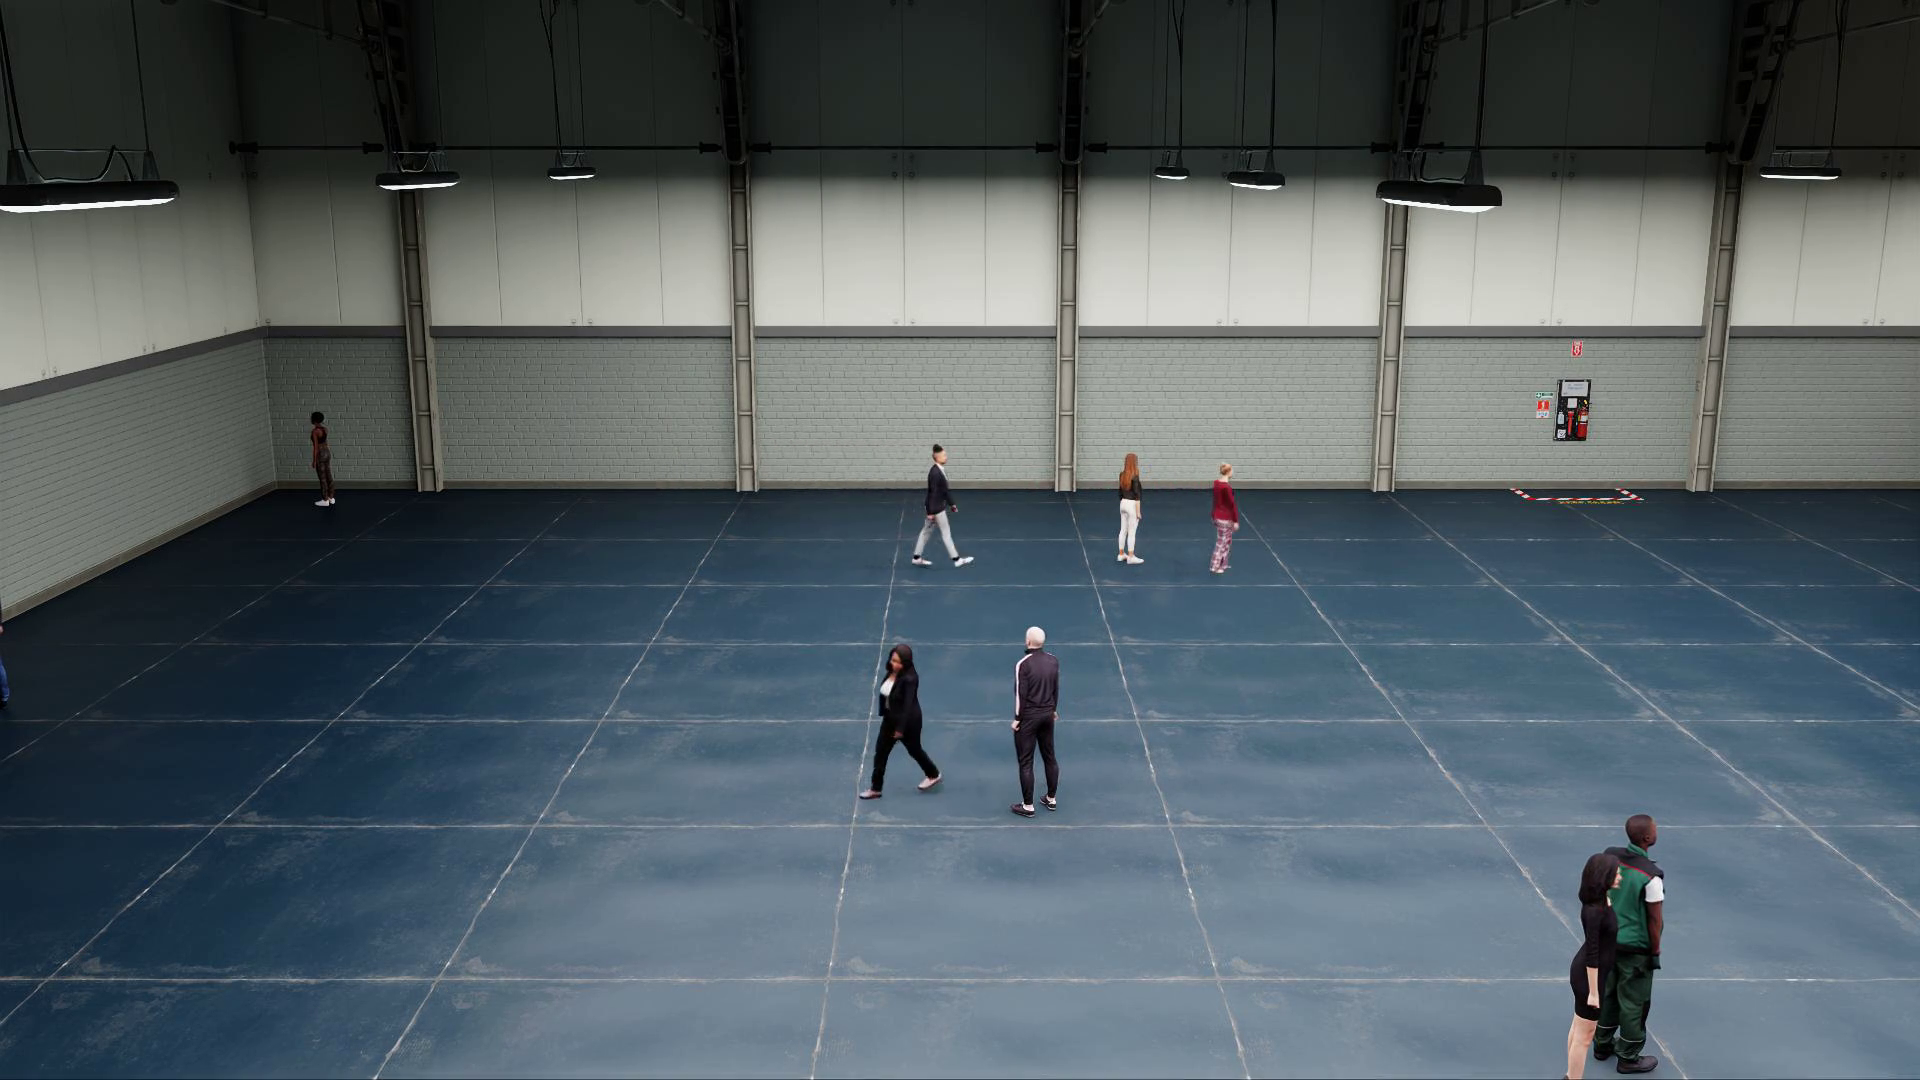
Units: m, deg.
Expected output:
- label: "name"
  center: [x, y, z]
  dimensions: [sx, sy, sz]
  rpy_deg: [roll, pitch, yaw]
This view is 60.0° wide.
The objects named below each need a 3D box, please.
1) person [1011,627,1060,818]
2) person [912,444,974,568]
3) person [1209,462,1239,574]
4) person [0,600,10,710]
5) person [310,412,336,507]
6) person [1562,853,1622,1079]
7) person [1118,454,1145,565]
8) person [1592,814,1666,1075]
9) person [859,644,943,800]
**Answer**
- label: "person"
  center: [0.724, 1.719, 15.861]
  dimensions: [0.732, 1.836, 0.834]
  rpy_deg: [-9, 16, -35]
- label: "person"
  center: [-0.466, -0.500, 25.307]
  dimensions: [1.202, 1.897, 0.773]
  rpy_deg: [1, 13, 4]
- label: "person"
  center: [3.880, -0.325, 25.010]
  dimensions: [0.806, 1.690, 0.773]
  rpy_deg: [-4, 14, -19]
- label: "person"
  center: [-11.068, 1.017, 18.763]
  dimensions: [0.782, 1.894, 0.760]
  rpy_deg: [10, 16, 35]
- label: "person"
  center: [-11.508, -1.477, 29.966]
  dimensions: [0.577, 1.699, 0.620]
  rpy_deg: [3, 13, 12]
- label: "person"
  center: [4.116, 2.890, 10.874]
  dimensions: [0.613, 1.805, 0.649]
  rpy_deg: [5, 14, 22]
- label: "person"
  center: [2.624, -0.497, 25.731]
  dimensions: [0.701, 1.701, 0.690]
  rpy_deg: [-8, 15, -31]
- label: "person"
  center: [4.590, 2.747, 11.413]
  dimensions: [0.760, 1.840, 0.774]
  rpy_deg: [-6, 14, -24]
- label: "person"
  center: [-0.486, 1.776, 16.210]
  dimensions: [1.176, 1.566, 1.067]
  rpy_deg: [-10, 16, -36]
